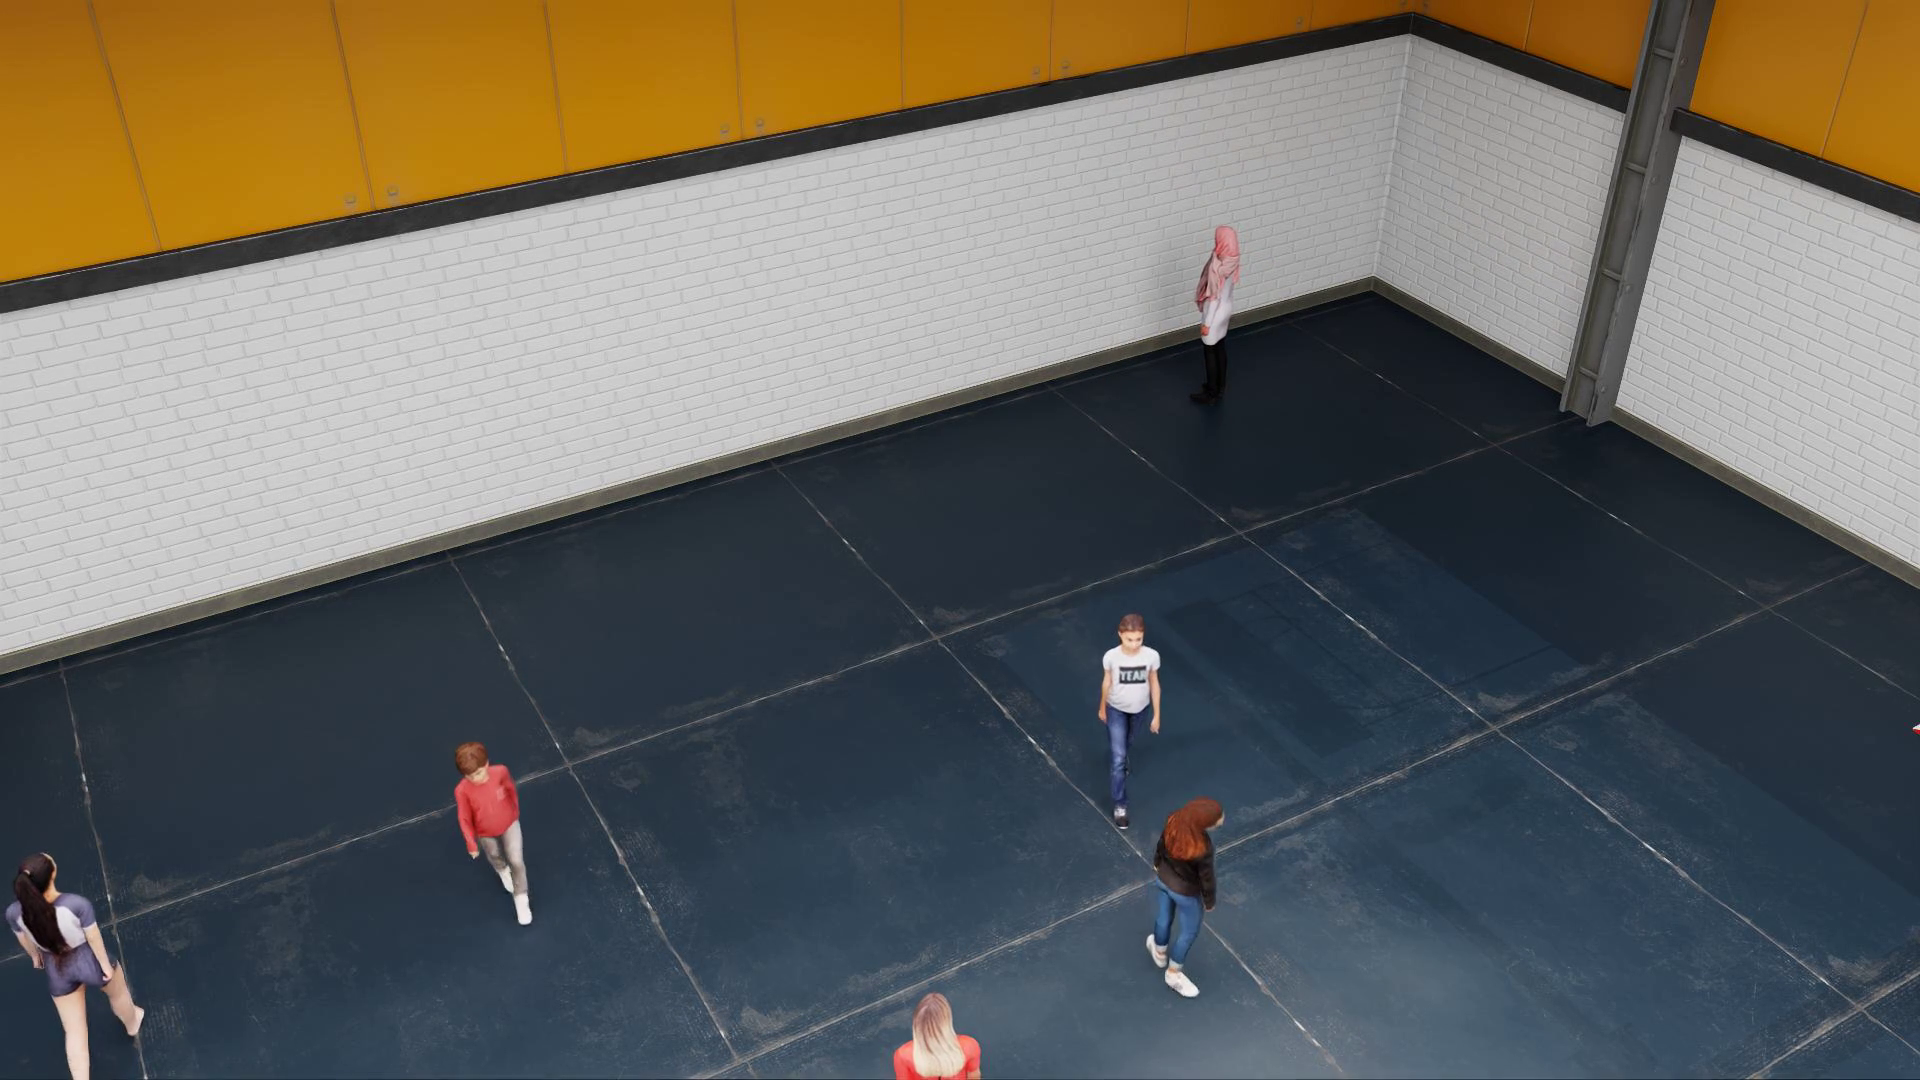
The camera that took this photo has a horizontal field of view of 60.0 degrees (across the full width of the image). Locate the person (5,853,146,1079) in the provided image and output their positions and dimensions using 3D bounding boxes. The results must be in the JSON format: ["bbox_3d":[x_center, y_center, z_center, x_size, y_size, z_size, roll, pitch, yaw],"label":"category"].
[{"bbox_3d":[-4.875,2.418,9.130,0.831,1.614,1.096,-5,34,-8],"label":"person"}]

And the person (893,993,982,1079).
[{"bbox_3d":[-0.104,2.900,8.332,0.656,1.695,0.639,-6,34,-9],"label":"person"}]

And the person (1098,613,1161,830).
[{"bbox_3d":[1.120,1.083,11.221,0.834,1.524,1.123,-4,34,-5],"label":"person"}]

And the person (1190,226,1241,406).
[{"bbox_3d":[2.444,-2.141,15.818,0.731,1.804,0.727,22,39,29],"label":"person"}]

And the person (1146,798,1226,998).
[{"bbox_3d":[1.275,2.015,9.877,0.468,1.458,0.764,25,41,32],"label":"person"}]

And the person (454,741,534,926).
[{"bbox_3d":[-2.912,1.719,10.399,0.567,1.373,0.821,-20,38,-27],"label":"person"}]
